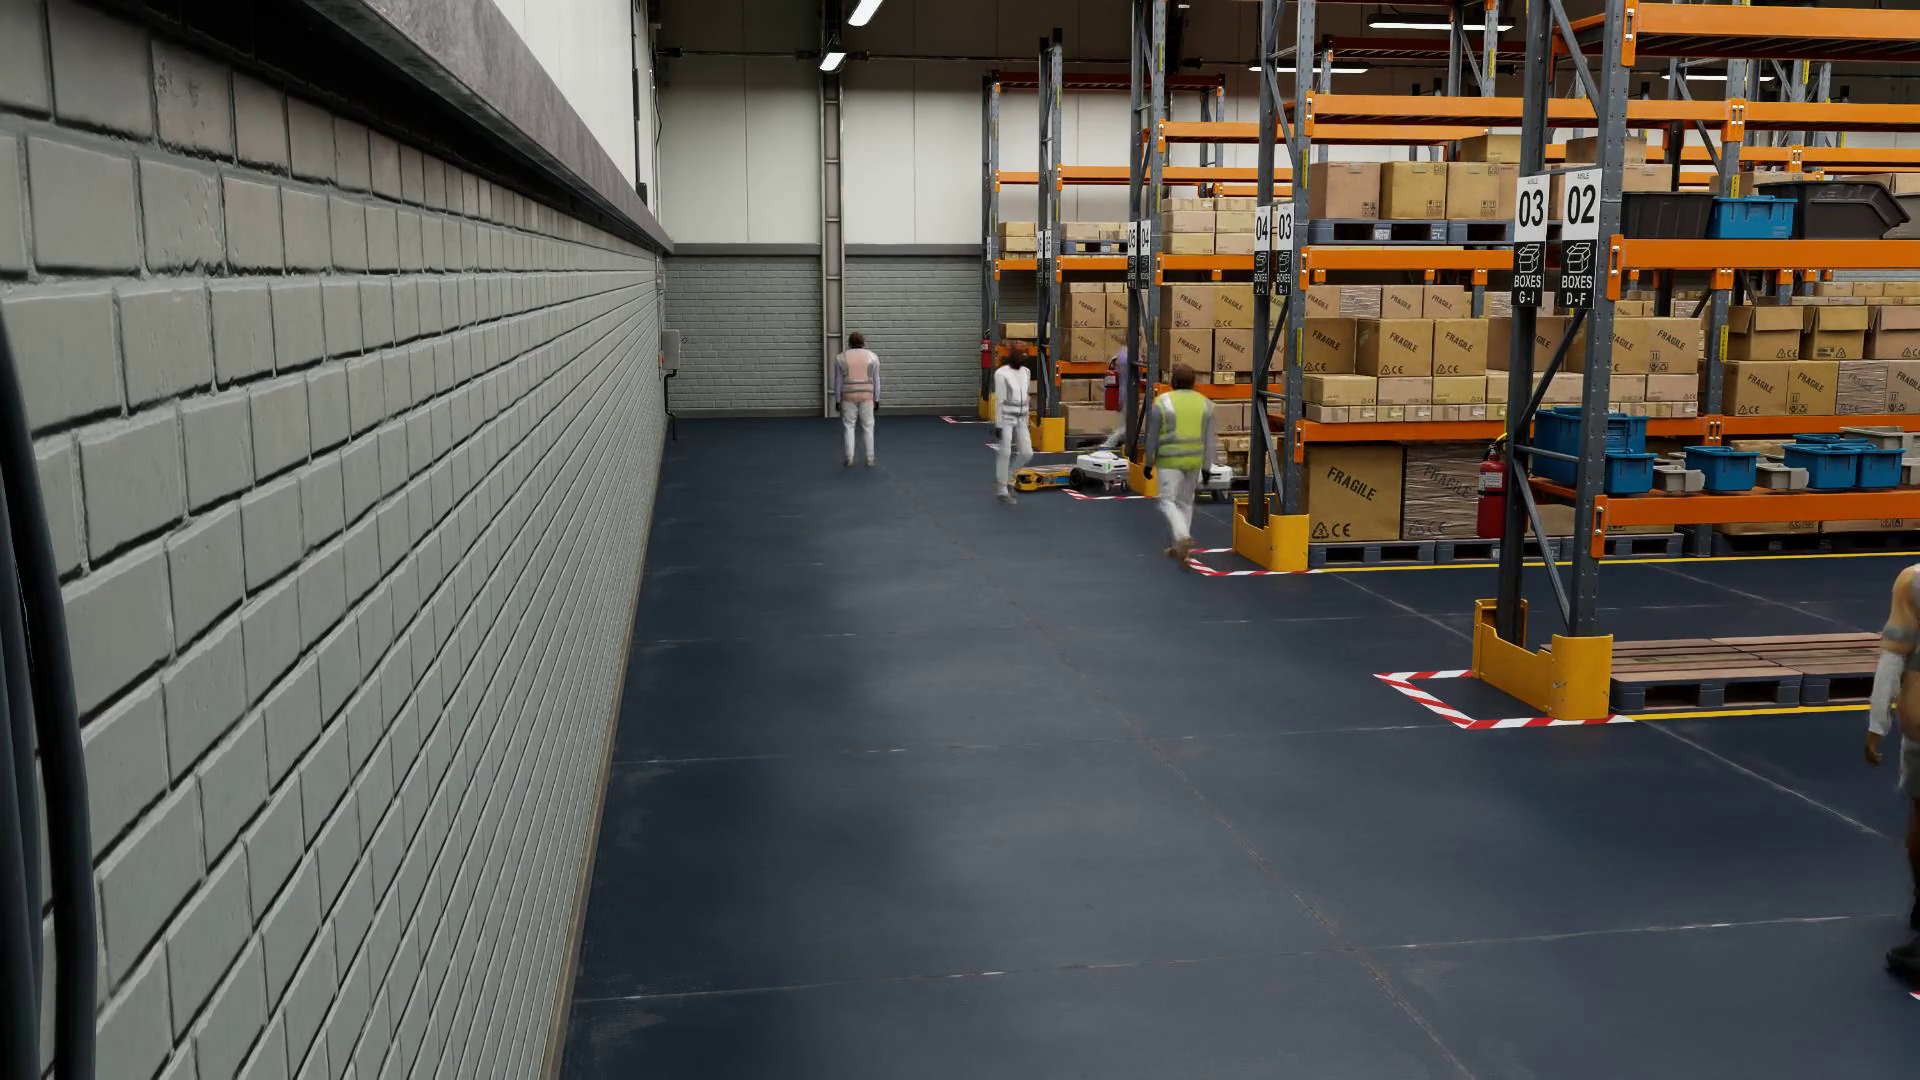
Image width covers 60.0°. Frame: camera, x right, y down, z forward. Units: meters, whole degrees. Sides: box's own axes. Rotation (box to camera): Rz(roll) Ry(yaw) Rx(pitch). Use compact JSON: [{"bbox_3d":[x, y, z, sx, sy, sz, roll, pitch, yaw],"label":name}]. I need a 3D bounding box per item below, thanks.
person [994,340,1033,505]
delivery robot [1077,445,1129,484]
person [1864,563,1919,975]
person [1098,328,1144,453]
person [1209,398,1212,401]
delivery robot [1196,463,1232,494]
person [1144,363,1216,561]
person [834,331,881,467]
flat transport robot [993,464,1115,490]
[{"bbox_3d":[0.595,-1.331,18.875,0.623,1.868,0.408,-8,12,-40],"label":"person"},{"bbox_3d":[1.713,-0.889,19.910,0.477,0.478,0.707,-5,11,-30],"label":"delivery robot"},{"bbox_3d":[3.793,0.703,6.342,0.556,1.891,0.917,8,12,40],"label":"person"},{"bbox_3d":[2.215,-1.892,22.185,0.685,1.919,0.639,-1,9,-9],"label":"person"},{"bbox_3d":[2.931,-1.595,20.557,0.333,1.860,0.510,-5,10,-26],"label":"person"},{"bbox_3d":[2.724,-0.732,18.945,0.707,0.478,0.477,-1,9,-8],"label":"delivery robot"},{"bbox_3d":[2.013,-0.687,15.055,0.624,1.825,0.681,-3,10,-18],"label":"person"},{"bbox_3d":[-1.389,-1.909,22.535,0.633,1.841,0.429,-1,9,-9],"label":"person"},{"bbox_3d":[1.182,-0.785,20.433,1.431,0.197,0.652,-5,11,-30],"label":"flat transport robot"}]
